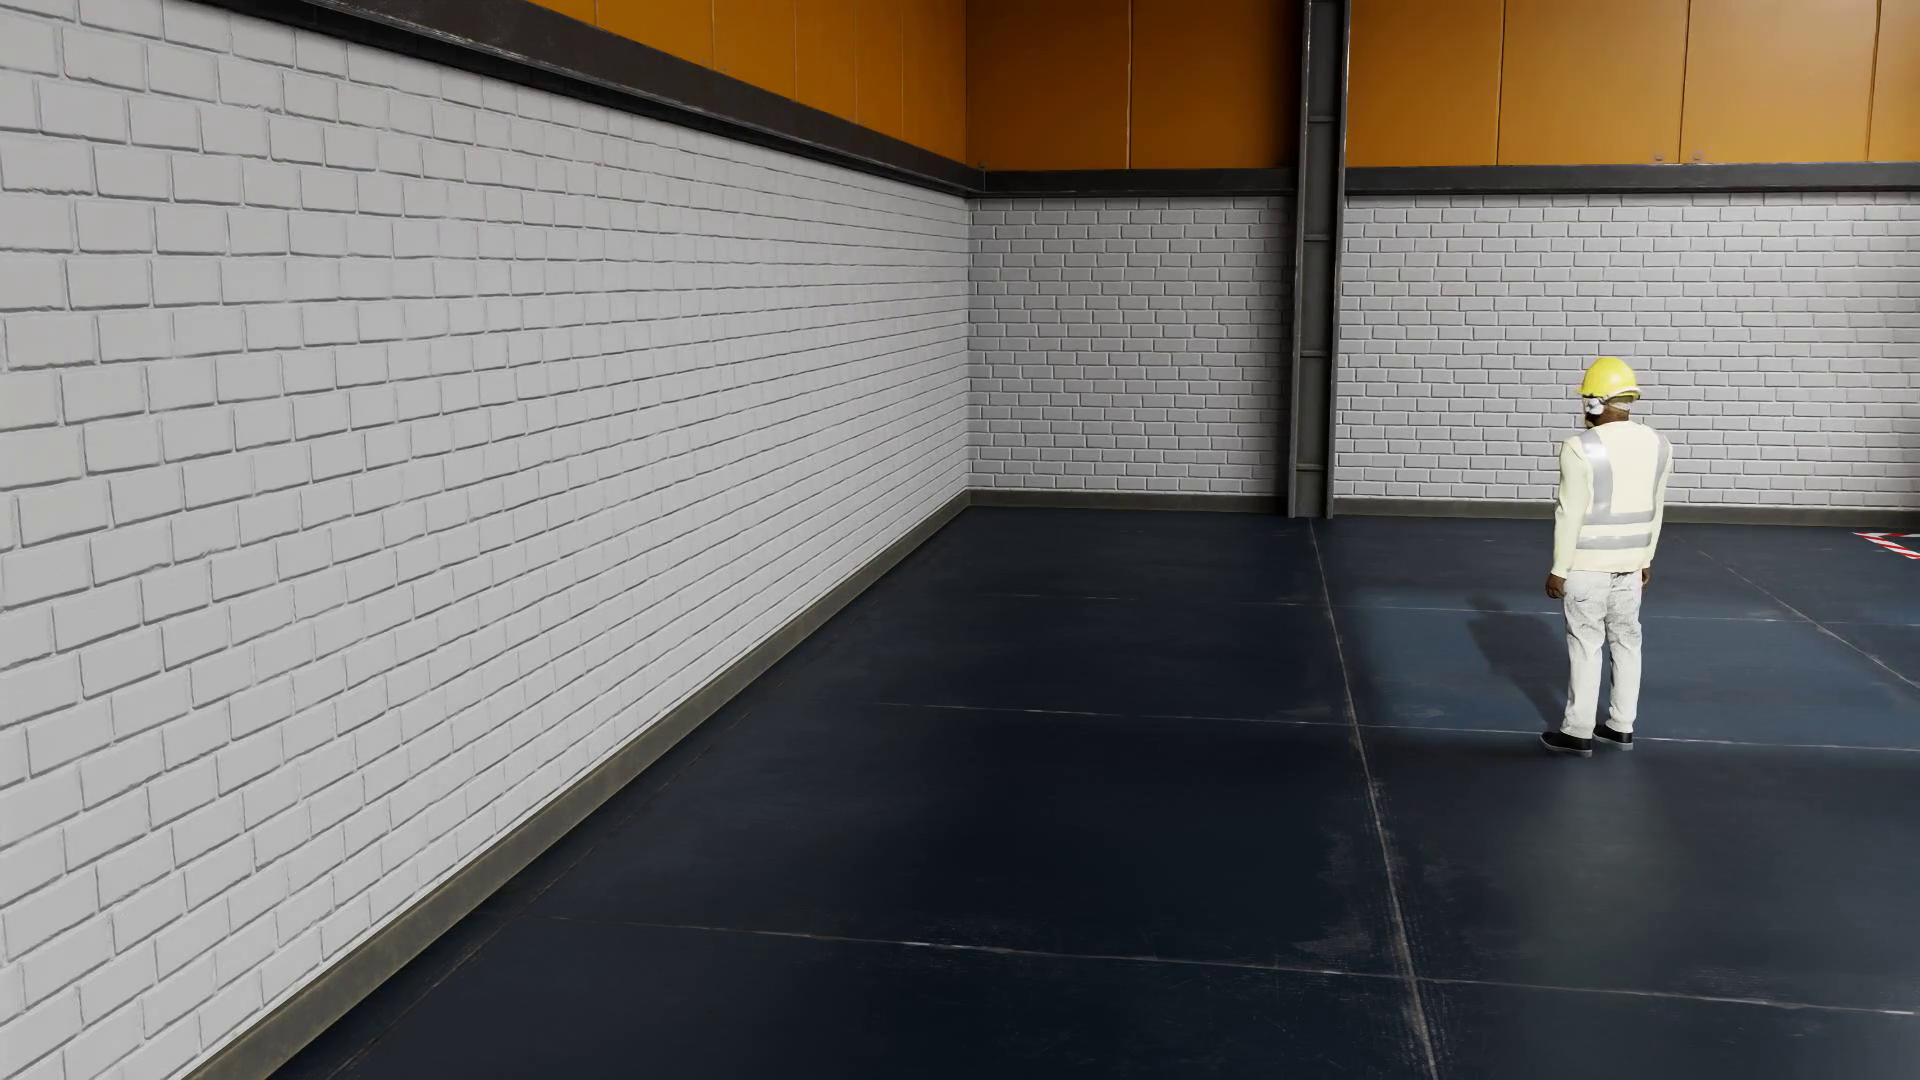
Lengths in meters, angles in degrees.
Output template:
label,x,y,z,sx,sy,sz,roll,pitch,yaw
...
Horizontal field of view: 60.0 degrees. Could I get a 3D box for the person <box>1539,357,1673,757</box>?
label,x,y,z,sx,sy,sz,roll,pitch,yaw
person,2.939,0.082,7.627,0.590,1.830,0.404,-4,10,-22
